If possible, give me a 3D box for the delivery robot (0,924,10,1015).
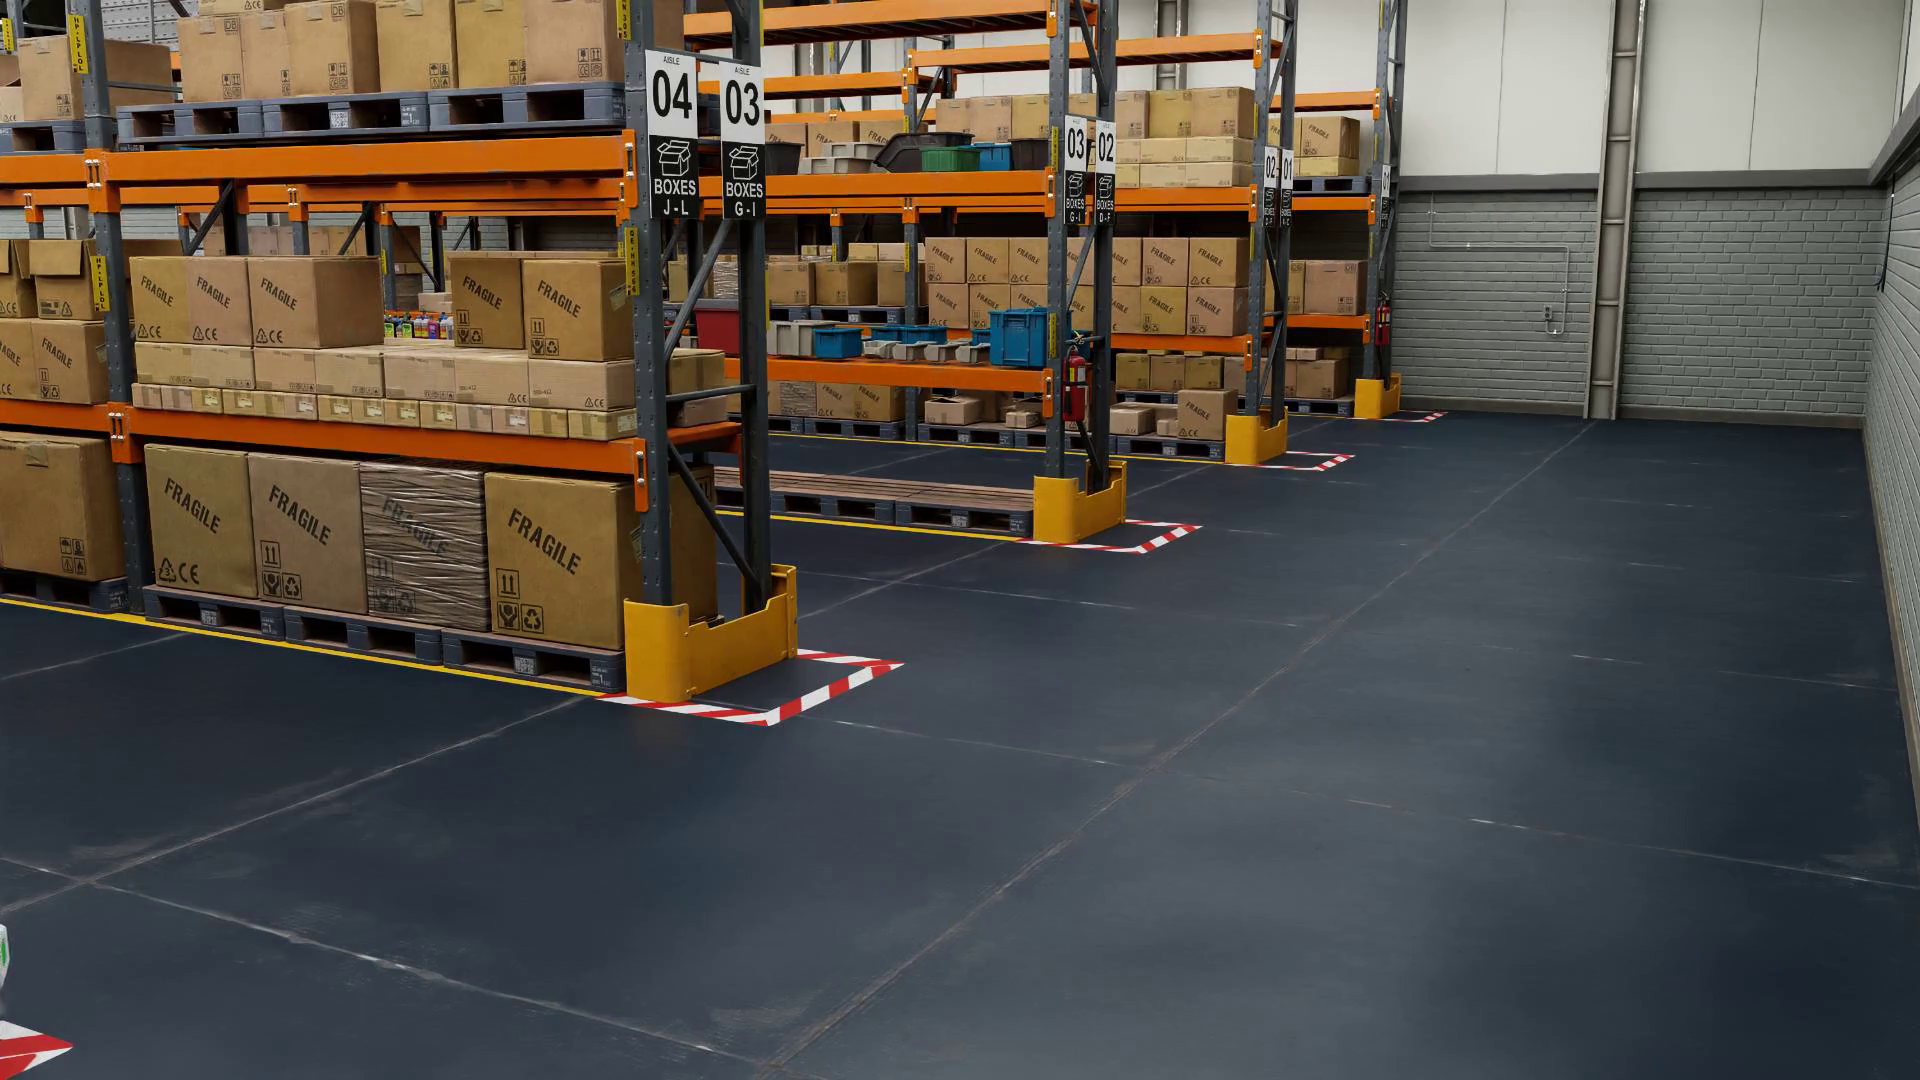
[{"bbox_3d":[-2.977,1.221,4.482,0.477,0.478,0.707,7,13,34],"label":"delivery robot"}]
